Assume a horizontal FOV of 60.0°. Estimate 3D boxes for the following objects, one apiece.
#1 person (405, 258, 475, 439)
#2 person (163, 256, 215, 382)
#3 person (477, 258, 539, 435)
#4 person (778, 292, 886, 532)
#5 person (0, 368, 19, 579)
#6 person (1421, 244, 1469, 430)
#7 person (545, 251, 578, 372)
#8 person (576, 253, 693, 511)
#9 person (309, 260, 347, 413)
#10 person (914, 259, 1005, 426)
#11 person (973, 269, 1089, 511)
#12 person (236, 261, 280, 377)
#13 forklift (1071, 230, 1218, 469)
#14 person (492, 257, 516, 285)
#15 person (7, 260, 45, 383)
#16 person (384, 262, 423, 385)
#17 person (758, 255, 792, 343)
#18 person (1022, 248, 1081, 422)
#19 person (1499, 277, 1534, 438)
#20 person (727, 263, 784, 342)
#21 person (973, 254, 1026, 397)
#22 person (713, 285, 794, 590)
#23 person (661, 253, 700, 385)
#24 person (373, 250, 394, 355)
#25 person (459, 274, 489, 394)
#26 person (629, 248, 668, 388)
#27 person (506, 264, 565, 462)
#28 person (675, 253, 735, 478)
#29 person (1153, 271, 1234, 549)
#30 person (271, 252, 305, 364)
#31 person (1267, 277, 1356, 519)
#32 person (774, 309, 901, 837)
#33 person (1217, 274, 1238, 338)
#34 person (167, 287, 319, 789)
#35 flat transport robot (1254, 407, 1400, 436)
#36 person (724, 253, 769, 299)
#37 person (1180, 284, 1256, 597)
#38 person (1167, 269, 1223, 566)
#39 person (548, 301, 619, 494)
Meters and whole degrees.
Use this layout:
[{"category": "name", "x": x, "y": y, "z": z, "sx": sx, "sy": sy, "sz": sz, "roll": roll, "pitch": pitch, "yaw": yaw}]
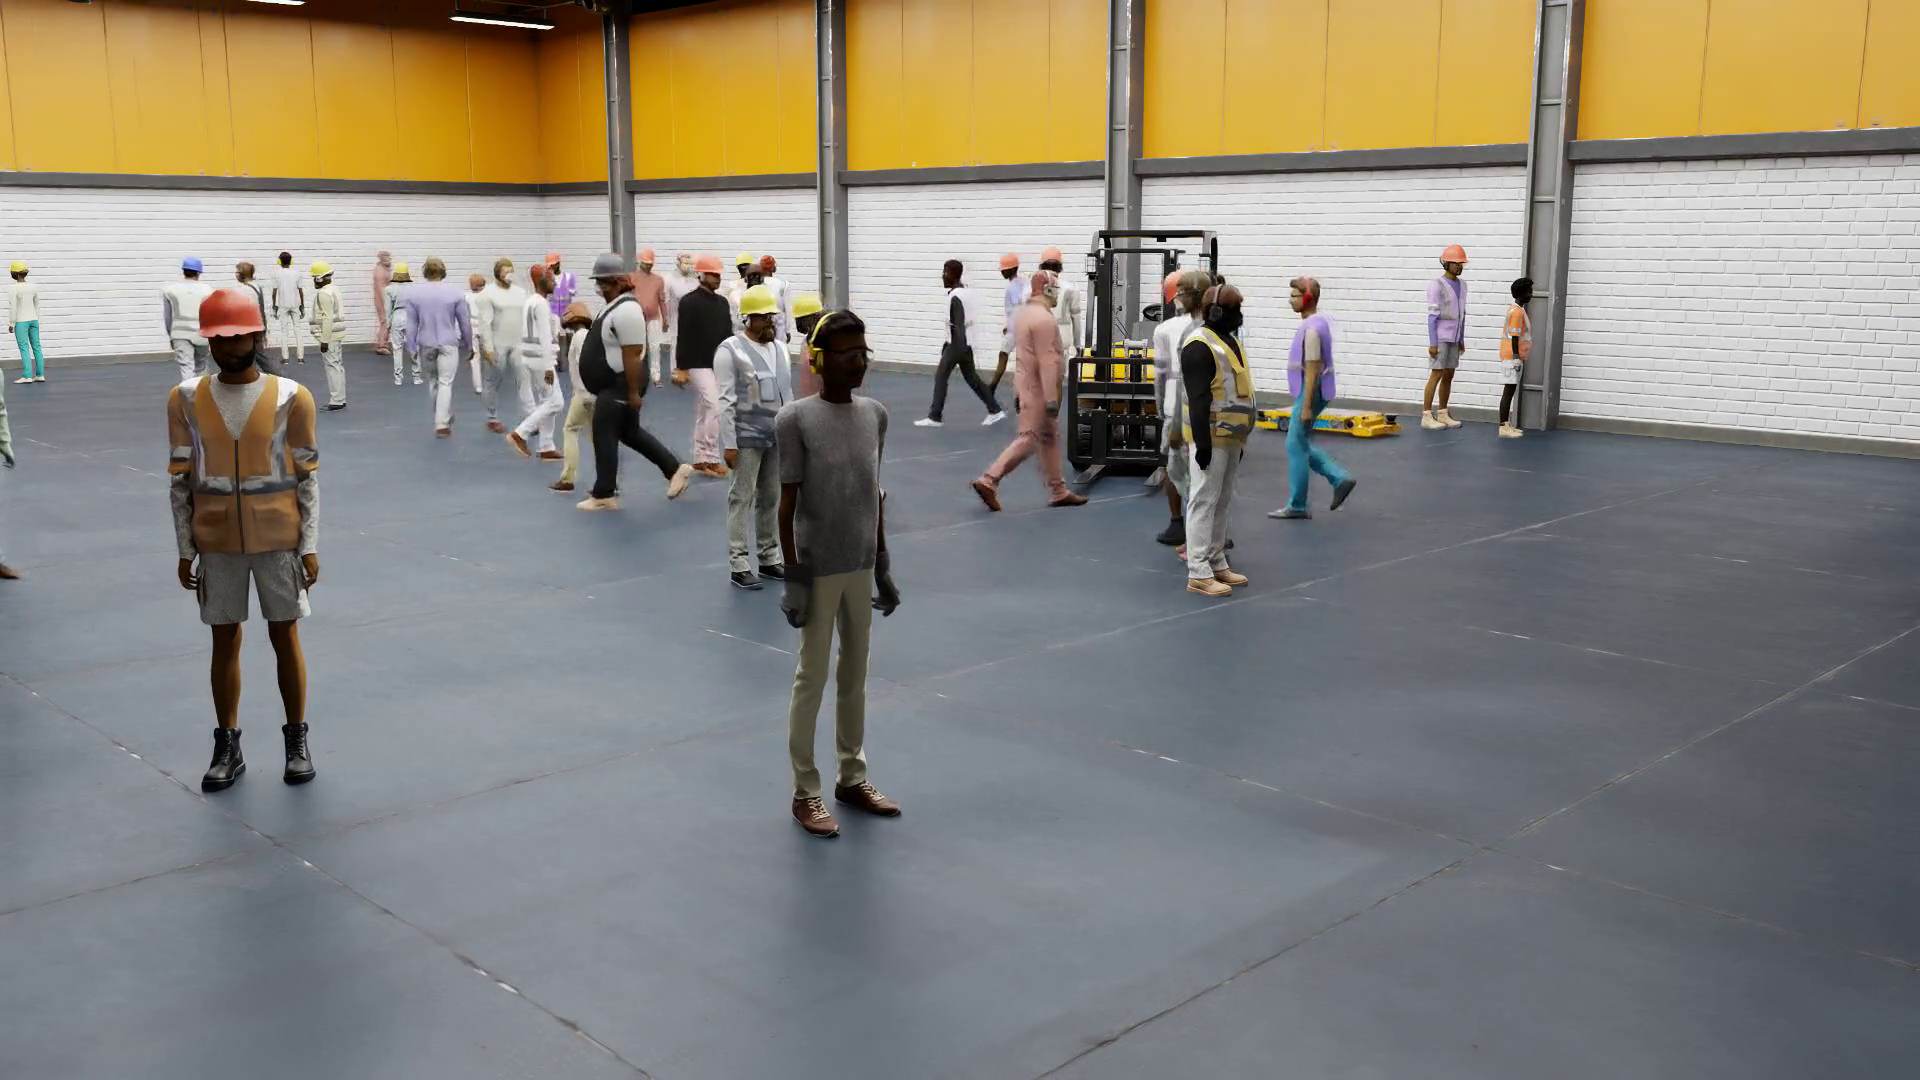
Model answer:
[{"category": "person", "x": -5.535, "y": -2.056, "z": 17.777, "sx": 0.646, "sy": 1.890, "sz": 0.972, "roll": 0, "pitch": 10, "yaw": 2}, {"category": "person", "x": -9.046, "y": -2.390, "z": 19.606, "sx": 0.593, "sy": 1.896, "sz": 1.024, "roll": -5, "pitch": 11, "yaw": -25}, {"category": "person", "x": -4.808, "y": -2.051, "z": 17.753, "sx": 1.019, "sy": 1.881, "sz": 0.648, "roll": 8, "pitch": 13, "yaw": 39}, {"category": "person", "x": -0.938, "y": -0.913, "z": 11.980, "sx": 0.710, "sy": 1.736, "sz": 0.549, "roll": -6, "pitch": 12, "yaw": -29}, {"category": "person", "x": -6.052, "y": -0.536, "z": 10.180, "sx": 0.266, "sy": 1.631, "sz": 0.507, "roll": 6, "pitch": 12, "yaw": 29}, {"category": "person", "x": 5.375, "y": -2.224, "z": 18.310, "sx": 0.607, "sy": 2.035, "sz": 0.415, "roll": -8, "pitch": 13, "yaw": -38}, {"category": "person", "x": -6.291, "y": -3.592, "z": 26.135, "sx": 0.578, "sy": 1.895, "sz": 0.756, "roll": -2, "pitch": 11, "yaw": -13}, {"category": "person", "x": -2.580, "y": -1.264, "z": 13.038, "sx": 0.892, "sy": 2.000, "sz": 0.685, "roll": -3, "pitch": 11, "yaw": -14}, {"category": "person", "x": -7.642, "y": -2.454, "z": 20.102, "sx": 0.403, "sy": 1.828, "sz": 0.595, "roll": -2, "pitch": 11, "yaw": -8}, {"category": "person", "x": 0.027, "y": -2.195, "z": 18.584, "sx": 0.983, "sy": 1.876, "sz": 0.594, "roll": 2, "pitch": 11, "yaw": 9}, {"category": "person", "x": 0.555, "y": -1.160, "z": 12.925, "sx": 0.885, "sy": 1.876, "sz": 0.664, "roll": -1, "pitch": 10, "yaw": -7}, {"category": "person", "x": -9.047, "y": -2.652, "z": 21.281, "sx": 0.957, "sy": 1.805, "sz": 0.534, "roll": 0, "pitch": 10, "yaw": 0}, {"category": "forklift", "x": 1.804, "y": -1.825, "z": 15.677, "sx": 1.214, "sy": 2.155, "sz": 2.313, "roll": 2, "pitch": 11, "yaw": 13}, {"category": "person", "x": -7.806, "y": -3.985, "z": 28.647, "sx": 0.523, "sy": 1.761, "sz": 0.323, "roll": 5, "pitch": 12, "yaw": 25}, {"category": "person", "x": -13.530, "y": -3.147, "z": 24.046, "sx": 0.305, "sy": 1.772, "sz": 0.527, "roll": 3, "pitch": 11, "yaw": 15}, {"category": "person", "x": -7.974, "y": -3.098, "z": 23.851, "sx": 0.493, "sy": 1.743, "sz": 0.301, "roll": -3, "pitch": 11, "yaw": -16}, {"category": "person", "x": -2.416, "y": -2.657, "z": 21.065, "sx": 0.576, "sy": 1.882, "sz": 0.355, "roll": -3, "pitch": 11, "yaw": -15}, {"category": "person", "x": 0.976, "y": -2.103, "z": 17.748, "sx": 0.619, "sy": 1.988, "sz": 1.047, "roll": 1, "pitch": 10, "yaw": 6}, {"category": "person", "x": 5.872, "y": -1.924, "z": 17.592, "sx": 0.317, "sy": 1.693, "sz": 0.535, "roll": 4, "pitch": 11, "yaw": 20}, {"category": "person", "x": -2.303, "y": -2.194, "z": 18.708, "sx": 0.628, "sy": 1.828, "sz": 0.495, "roll": 0, "pitch": 10, "yaw": -2}, {"category": "person", "x": 0.621, "y": -2.751, "z": 21.555, "sx": 0.978, "sy": 1.880, "sz": 0.584, "roll": 4, "pitch": 11, "yaw": 20}, {"category": "person", "x": -1.217, "y": -0.627, "z": 10.127, "sx": 0.403, "sy": 1.835, "sz": 0.586, "roll": 8, "pitch": 13, "yaw": 37}, {"category": "person", "x": -4.018, "y": -3.190, "z": 23.989, "sx": 0.656, "sy": 1.883, "sz": 0.545, "roll": -8, "pitch": 13, "yaw": -38}, {"category": "person", "x": -10.228, "y": -4.213, "z": 29.613, "sx": 0.432, "sy": 1.864, "sz": 0.697, "roll": -2, "pitch": 11, "yaw": -12}, {"category": "person", "x": -6.532, "y": -2.805, "z": 22.624, "sx": 0.544, "sy": 1.592, "sz": 0.835, "roll": -2, "pitch": 11, "yaw": -11}, {"category": "person", "x": -4.478, "y": -3.139, "z": 23.519, "sx": 0.662, "sy": 1.957, "sz": 0.822, "roll": -5, "pitch": 12, "yaw": -27}, {"category": "person", "x": -3.955, "y": -1.640, "z": 15.551, "sx": 0.502, "sy": 1.868, "sz": 0.605, "roll": -4, "pitch": 11, "yaw": -21}, {"category": "person", "x": -2.140, "y": -1.529, "z": 14.654, "sx": 0.703, "sy": 1.970, "sz": 0.653, "roll": 6, "pitch": 12, "yaw": 29}, {"category": "person", "x": 1.598, "y": -0.879, "z": 11.366, "sx": 0.622, "sy": 1.889, "sz": 0.427, "roll": 5, "pitch": 12, "yaw": 26}, {"category": "person", "x": -11.172, "y": -3.853, "z": 27.666, "sx": 0.507, "sy": 1.858, "sz": 0.318, "roll": -6, "pitch": 12, "yaw": -29}, {"category": "person", "x": 2.653, "y": -1.048, "z": 12.434, "sx": 0.582, "sy": 1.825, "sz": 0.585, "roll": 2, "pitch": 11, "yaw": 10}, {"category": "person", "x": -0.431, "y": 0.114, "z": 5.990, "sx": 0.507, "sy": 1.872, "sz": 0.329, "roll": -10, "pitch": 14, "yaw": -44}, {"category": "person", "x": 2.977, "y": -2.246, "z": 19.338, "sx": 0.548, "sy": 1.686, "sz": 0.450, "roll": 0, "pitch": 10, "yaw": 0}, {"category": "person", "x": -2.753, "y": -0.001, "z": 6.433, "sx": 0.543, "sy": 1.939, "sz": 0.356, "roll": -3, "pitch": 11, "yaw": -15}, {"category": "flat transport robot", "x": 3.974, "y": -1.303, "z": 18.081, "sx": 1.431, "sy": 0.197, "sz": 0.652, "roll": 9, "pitch": 14, "yaw": 40}, {"category": "person", "x": -2.604, "y": -2.543, "z": 20.351, "sx": 0.585, "sy": 1.917, "sz": 0.381, "roll": -5, "pitch": 12, "yaw": -25}, {"category": "person", "x": 1.549, "y": -0.599, "z": 9.957, "sx": 0.429, "sy": 1.844, "sz": 0.627, "roll": 5, "pitch": 12, "yaw": 27}, {"category": "person", "x": 1.496, "y": -0.770, "z": 10.682, "sx": 0.542, "sy": 1.915, "sz": 0.640, "roll": 4, "pitch": 11, "yaw": 21}, {"category": "person", "x": -3.150, "y": -1.168, "z": 13.755, "sx": 0.642, "sy": 1.585, "sz": 0.570, "roll": 1, "pitch": 10, "yaw": 4}]
